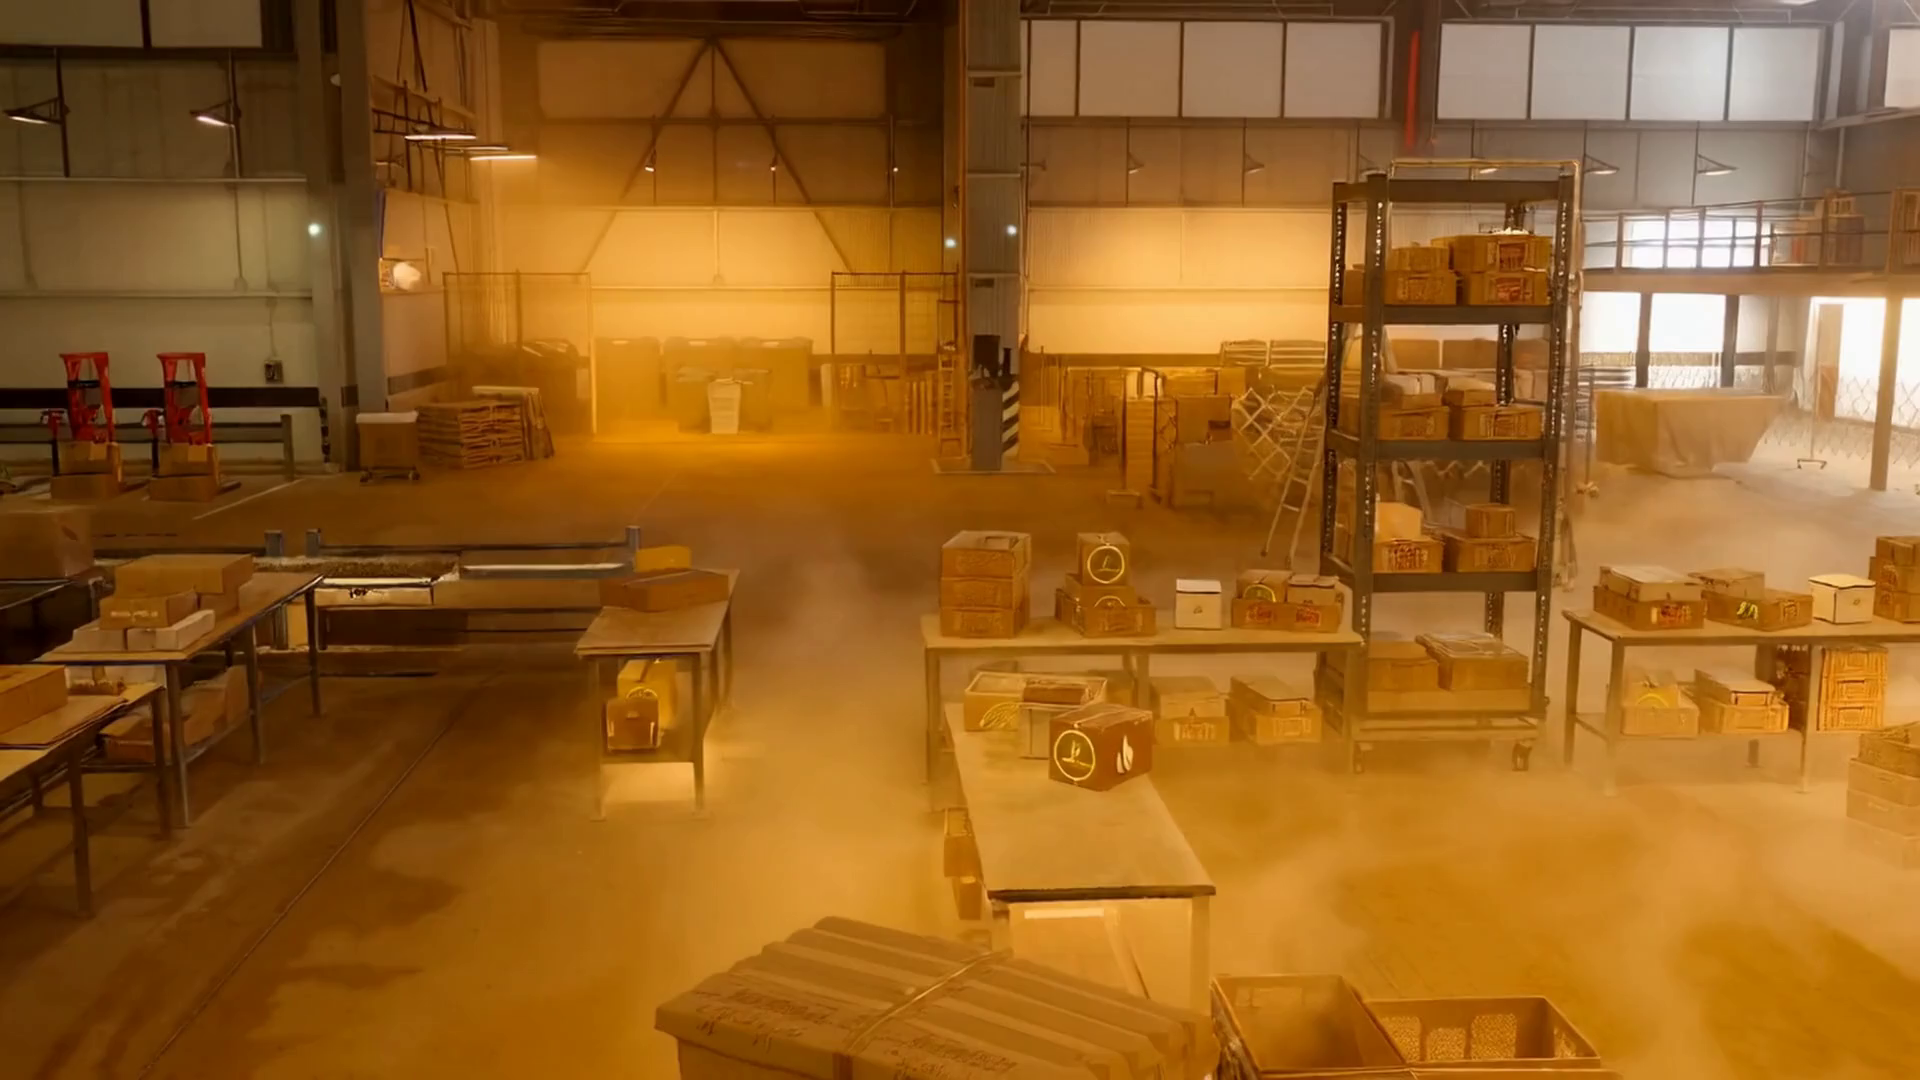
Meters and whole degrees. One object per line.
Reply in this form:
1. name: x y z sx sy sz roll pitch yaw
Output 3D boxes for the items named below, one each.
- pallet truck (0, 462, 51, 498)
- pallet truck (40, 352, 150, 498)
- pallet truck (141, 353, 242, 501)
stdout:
1. pallet truck: -13.193 -1.293 23.148 0.653 1.274 1.630 -1 9 -4
2. pallet truck: -11.907 -1.642 23.165 0.823 1.965 1.885 0 9 0
3. pallet truck: -10.520 -1.604 22.925 0.823 1.965 1.885 -1 9 -6
